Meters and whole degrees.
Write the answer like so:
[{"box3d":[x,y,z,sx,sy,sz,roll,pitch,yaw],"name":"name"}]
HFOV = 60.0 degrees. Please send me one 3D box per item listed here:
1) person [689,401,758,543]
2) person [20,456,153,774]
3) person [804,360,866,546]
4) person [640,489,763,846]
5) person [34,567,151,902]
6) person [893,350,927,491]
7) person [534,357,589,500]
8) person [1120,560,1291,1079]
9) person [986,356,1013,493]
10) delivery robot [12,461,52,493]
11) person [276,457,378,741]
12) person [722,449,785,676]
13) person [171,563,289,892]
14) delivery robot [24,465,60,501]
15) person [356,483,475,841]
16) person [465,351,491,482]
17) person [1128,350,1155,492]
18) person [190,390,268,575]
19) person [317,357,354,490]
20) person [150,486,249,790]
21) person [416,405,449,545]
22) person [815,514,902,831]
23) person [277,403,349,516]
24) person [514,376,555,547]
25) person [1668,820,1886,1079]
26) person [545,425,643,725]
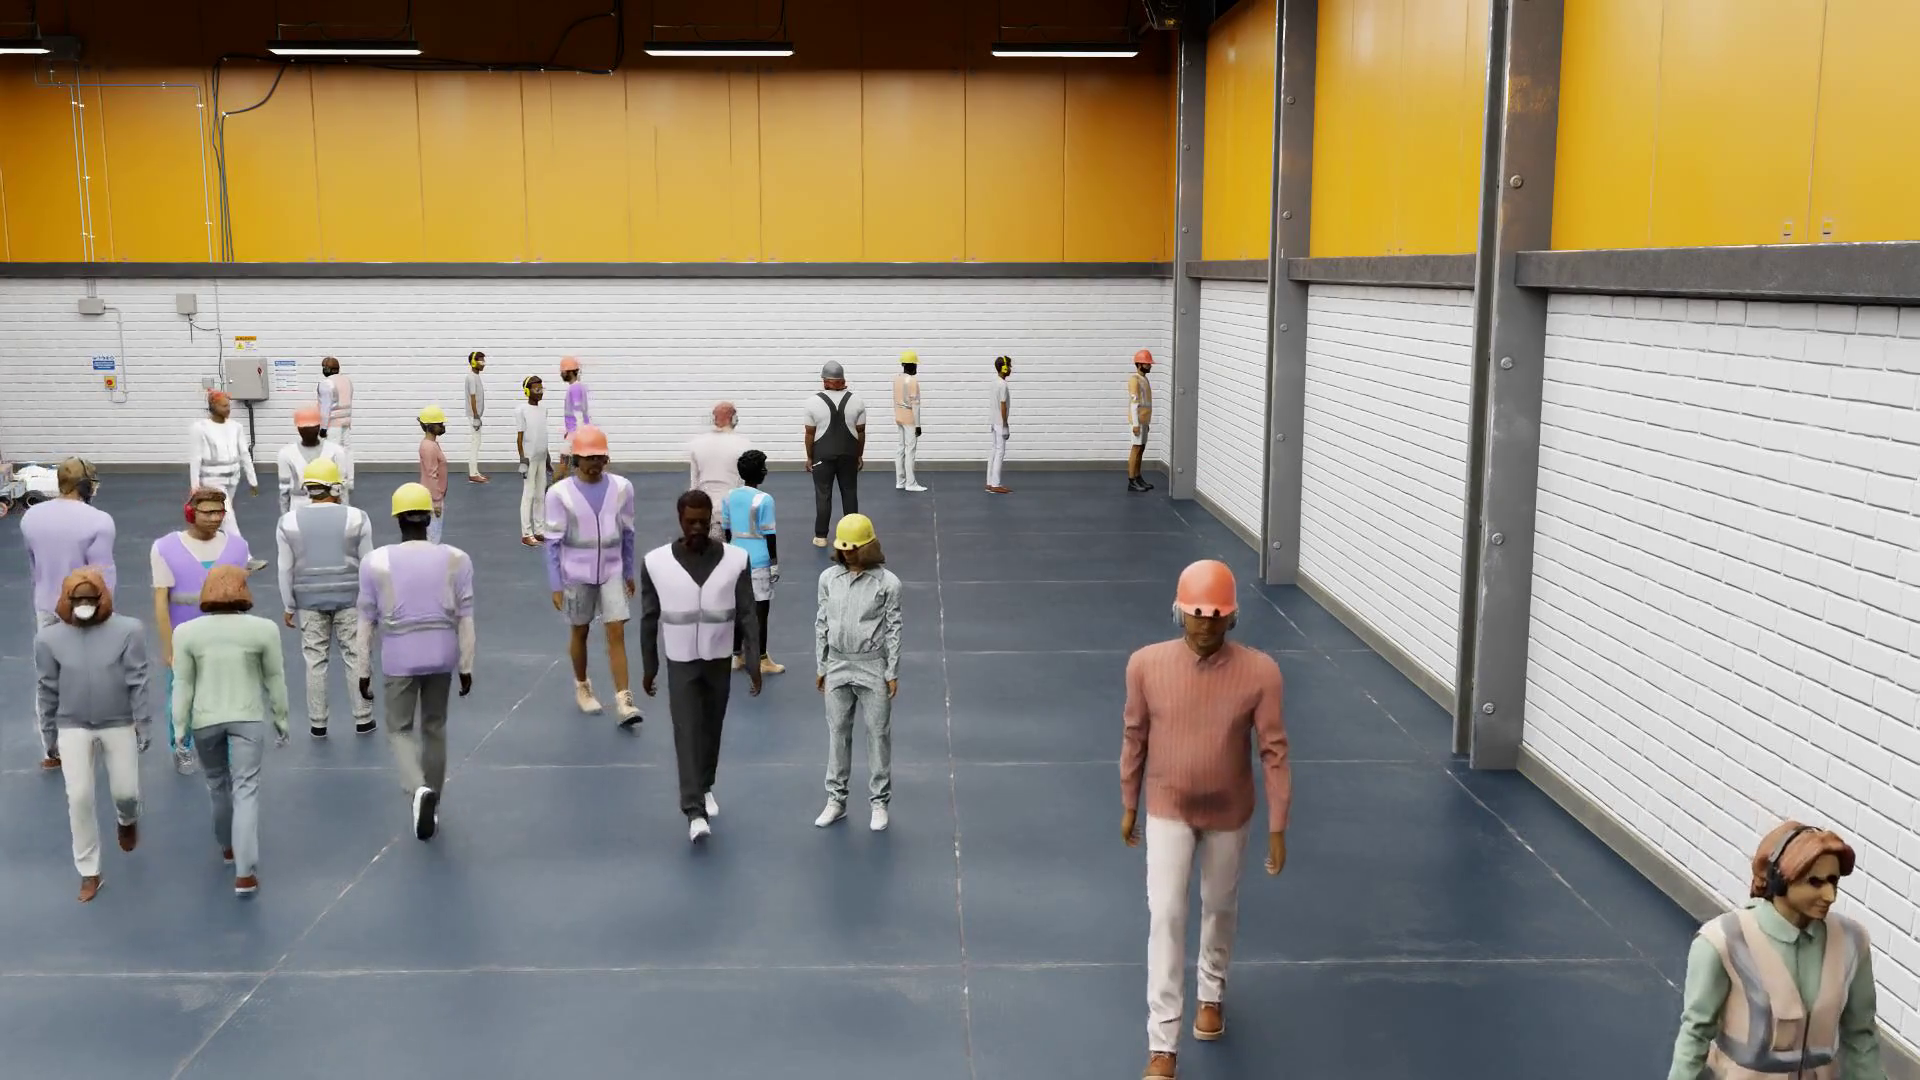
[{"box3d":[-2.077,-0.278,14.610,0.664,1.884,0.712,4,10,21],"name":"person"},{"box3d":[-5.408,0.425,10.283,0.653,1.891,0.977,1,9,4],"name":"person"},{"box3d":[-1.386,-0.952,18.262,0.687,2.000,0.538,-3,10,-15],"name":"person"},{"box3d":[-1.372,0.664,8.894,0.615,1.863,1.025,-3,10,-18],"name":"person"},{"box3d":[-4.233,0.905,8.167,0.504,1.615,0.561,-4,10,-21],"name":"person"},{"box3d":[-0.703,-1.628,22.742,0.357,1.930,0.587,-6,11,-31],"name":"person"},{"box3d":[-5.102,-1.429,21.647,0.980,1.885,0.575,-1,9,-8],"name":"person"},{"box3d":[0.912,1.051,6.242,0.649,1.945,1.007,1,9,9],"name":"person"},{"box3d":[0.544,-1.561,22.551,0.332,1.863,0.508,-3,10,-16],"name":"person"},{"box3d":[-11.937,-0.772,21.414,0.477,0.478,0.707,2,9,13],"name":"delivery robot"},{"box3d":[-4.062,0.384,10.722,0.591,1.829,0.404,-3,10,-15],"name":"person"},{"box3d":[-1.548,0.168,12.445,0.542,1.695,0.316,8,12,40],"name":"person"},{"box3d":[-3.617,0.910,8.247,0.515,1.580,0.824,-3,10,-18],"name":"person"},{"box3d":[-11.383,-0.703,20.989,0.707,0.478,0.477,-2,9,-14],"name":"delivery robot"},{"box3d":[-2.863,0.659,8.838,0.624,1.893,0.701,-5,10,-27],"name":"person"},{"box3d":[-6.889,-1.753,23.714,0.313,1.865,0.528,-2,10,-13],"name":"person"},{"box3d":[2.490,-1.632,22.747,0.361,1.935,0.553,4,10,22],"name":"person"},{"box3d":[-7.305,-0.572,16.576,1.002,1.827,0.605,4,10,24],"name":"person"},{"box3d":[-8.522,-1.571,22.667,0.430,1.843,0.625,3,10,15],"name":"person"},{"box3d":[-4.444,0.562,9.764,0.570,1.795,0.979,-8,12,-40],"name":"person"},{"box3d":[-4.909,-0.375,15.568,0.312,1.768,0.522,-4,10,-21],"name":"person"},{"box3d":[-0.559,0.712,8.996,0.484,1.735,0.311,2,10,15],"name":"person"},{"box3d":[-5.482,-0.219,14.124,0.554,1.921,0.589,-4,10,-23],"name":"person"},{"box3d":[-4.661,-0.870,18.285,0.329,1.872,0.508,4,10,24],"name":"person"},{"box3d":[2.164,1.533,4.336,0.539,1.605,0.736,-2,10,-13],"name":"person"},{"box3d":[-2.413,0.246,11.033,0.633,1.997,0.996,-5,10,-27],"name":"person"}]
